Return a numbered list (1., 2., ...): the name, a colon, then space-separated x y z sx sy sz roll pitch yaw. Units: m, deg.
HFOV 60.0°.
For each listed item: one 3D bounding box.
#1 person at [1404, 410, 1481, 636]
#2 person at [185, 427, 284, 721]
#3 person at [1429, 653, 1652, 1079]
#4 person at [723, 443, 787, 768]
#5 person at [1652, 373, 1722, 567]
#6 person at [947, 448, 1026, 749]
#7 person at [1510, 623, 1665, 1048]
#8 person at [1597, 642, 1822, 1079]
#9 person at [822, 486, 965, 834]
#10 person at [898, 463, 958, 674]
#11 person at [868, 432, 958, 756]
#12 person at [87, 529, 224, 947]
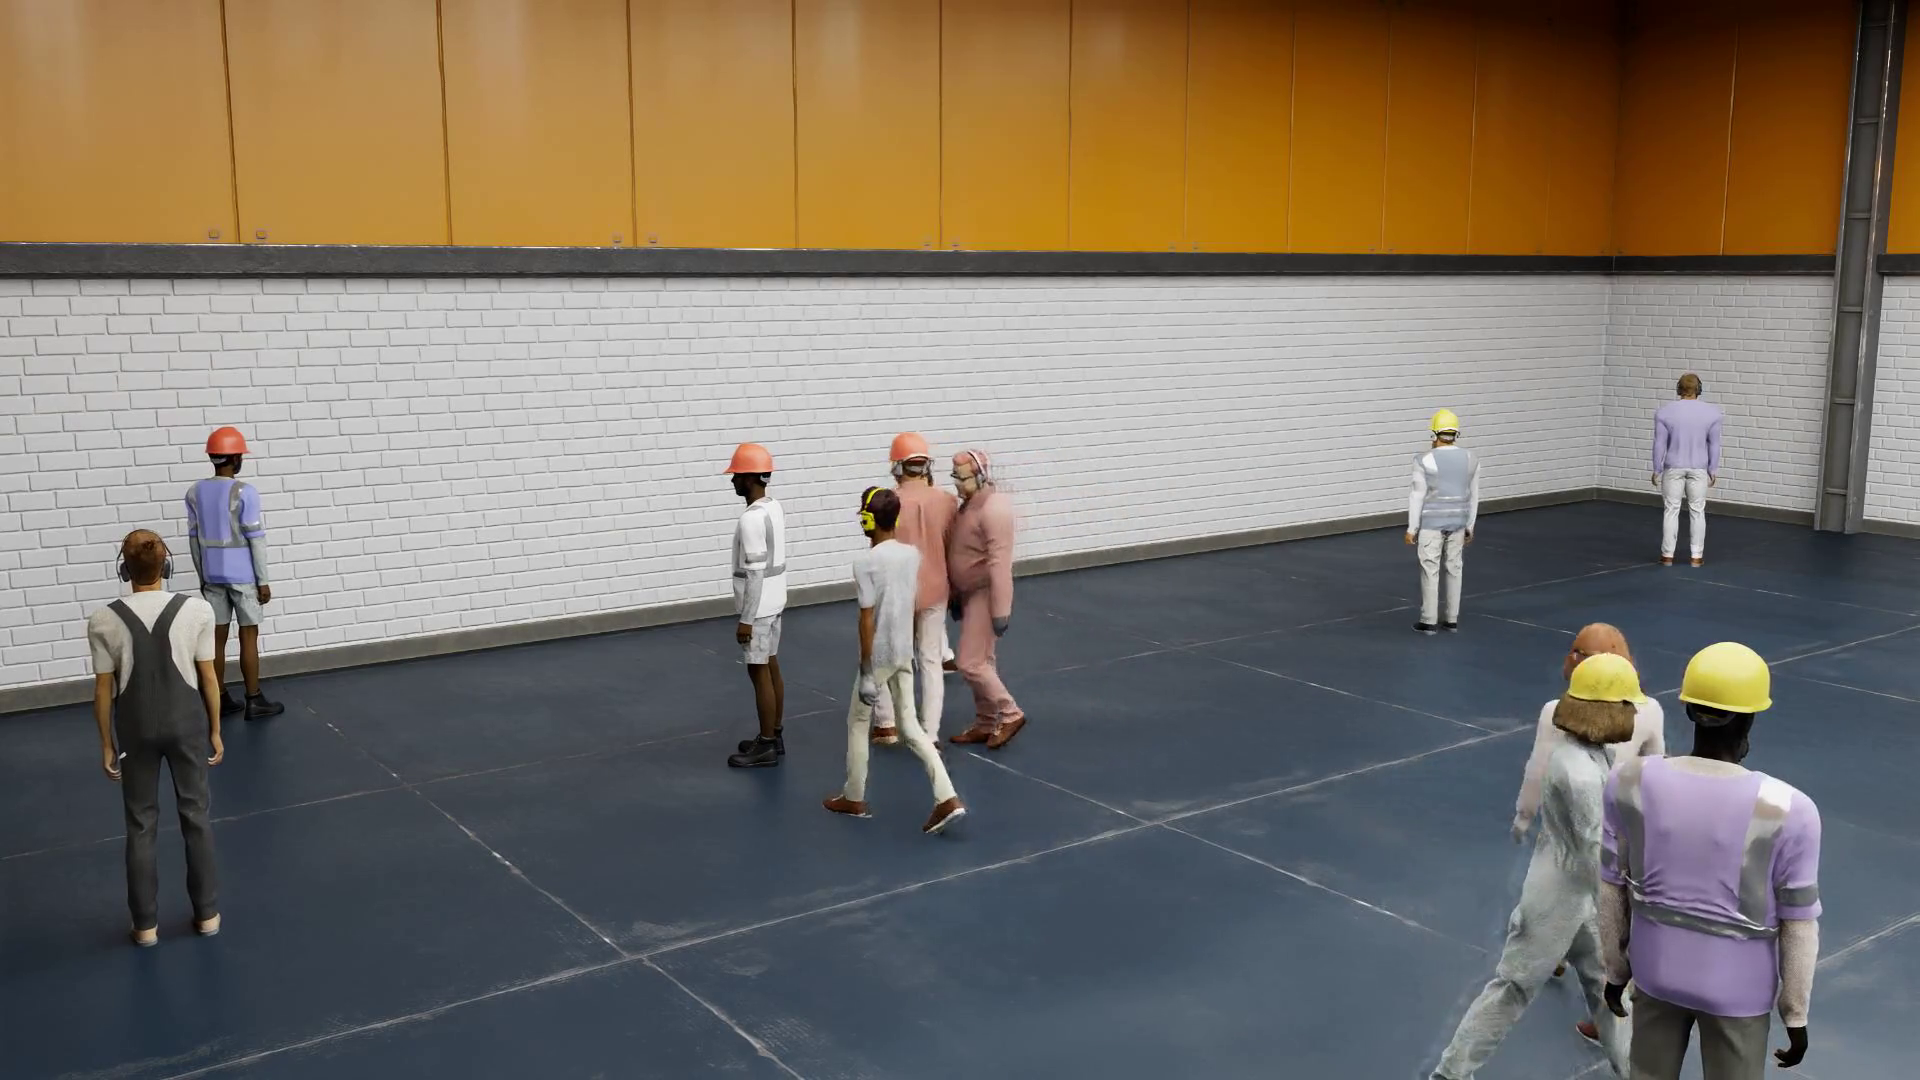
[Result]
1. person: 3.897 -0.131 13.524 0.607 1.827 0.443 -2 9 -12
2. person: -4.768 0.223 10.932 0.548 1.935 0.364 2 10 14
3. person: 2.057 1.213 5.584 0.956 1.691 0.486 4 10 25
4. person: -1.221 0.387 9.913 0.358 1.938 0.548 1 9 7
5. person: 7.224 -0.692 16.579 0.627 1.936 0.374 3 10 18
6. person: 0.120 0.371 10.174 0.403 1.881 0.686 -2 9 -13
7. person: 2.451 1.107 6.546 0.519 1.584 0.877 -2 9 -11
8. person: 2.101 1.236 4.709 0.587 1.928 0.363 8 12 40
9. person: -0.344 0.628 8.778 0.921 1.832 0.531 8 12 41
10. person: -0.278 0.203 12.059 0.796 1.593 0.529 9 13 43
11. person: -0.303 0.322 10.221 0.629 1.967 0.705 -4 10 -24
12. person: -3.510 0.863 7.307 0.501 1.839 0.342 -4 10 -23
